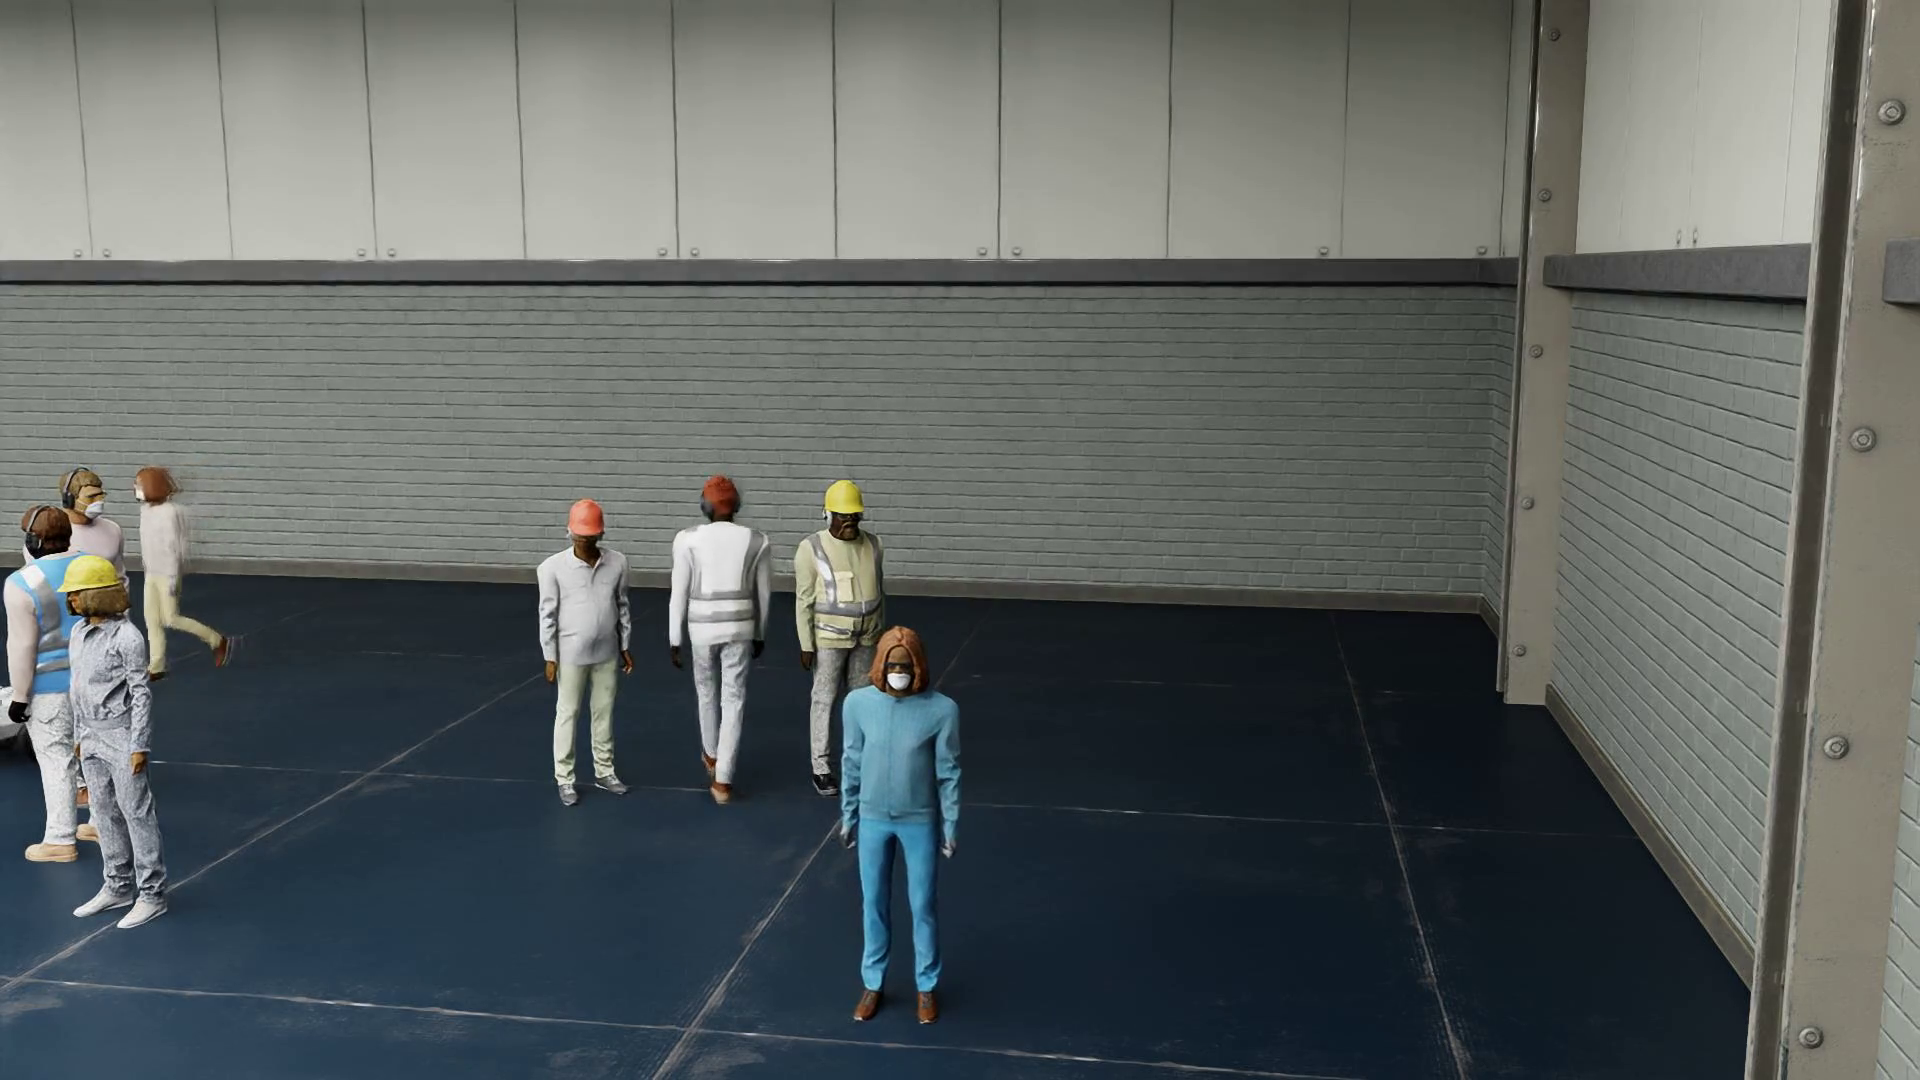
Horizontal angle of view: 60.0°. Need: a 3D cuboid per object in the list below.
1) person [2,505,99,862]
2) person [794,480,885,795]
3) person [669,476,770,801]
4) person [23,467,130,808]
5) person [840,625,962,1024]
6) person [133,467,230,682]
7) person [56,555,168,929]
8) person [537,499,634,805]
[{"bbox_3d":[-4.648,0.734,8.584,0.429,1.844,0.624,3,10,18],"label":"person"},{"bbox_3d":[-0.668,0.558,9.696,0.603,1.830,0.404,-7,11,-35],"label":"person"},{"bbox_3d":[-1.408,0.543,9.753,0.589,1.835,0.920,-2,9,-10],"label":"person"},{"bbox_3d":[-4.974,0.547,9.469,0.375,1.933,0.625,3,10,19],"label":"person"},{"bbox_3d":[-0.240,1.145,6.714,0.500,1.626,0.309,2,9,12],"label":"person"},{"bbox_3d":[-5.820,0.251,12.285,0.502,1.617,0.623,8,12,41],"label":"person"},{"bbox_3d":[-3.944,0.927,7.696,0.492,1.742,0.319,5,11,29],"label":"person"},{"bbox_3d":[-2.119,0.628,9.525,0.564,1.745,0.344,-7,12,-37],"label":"person"}]
